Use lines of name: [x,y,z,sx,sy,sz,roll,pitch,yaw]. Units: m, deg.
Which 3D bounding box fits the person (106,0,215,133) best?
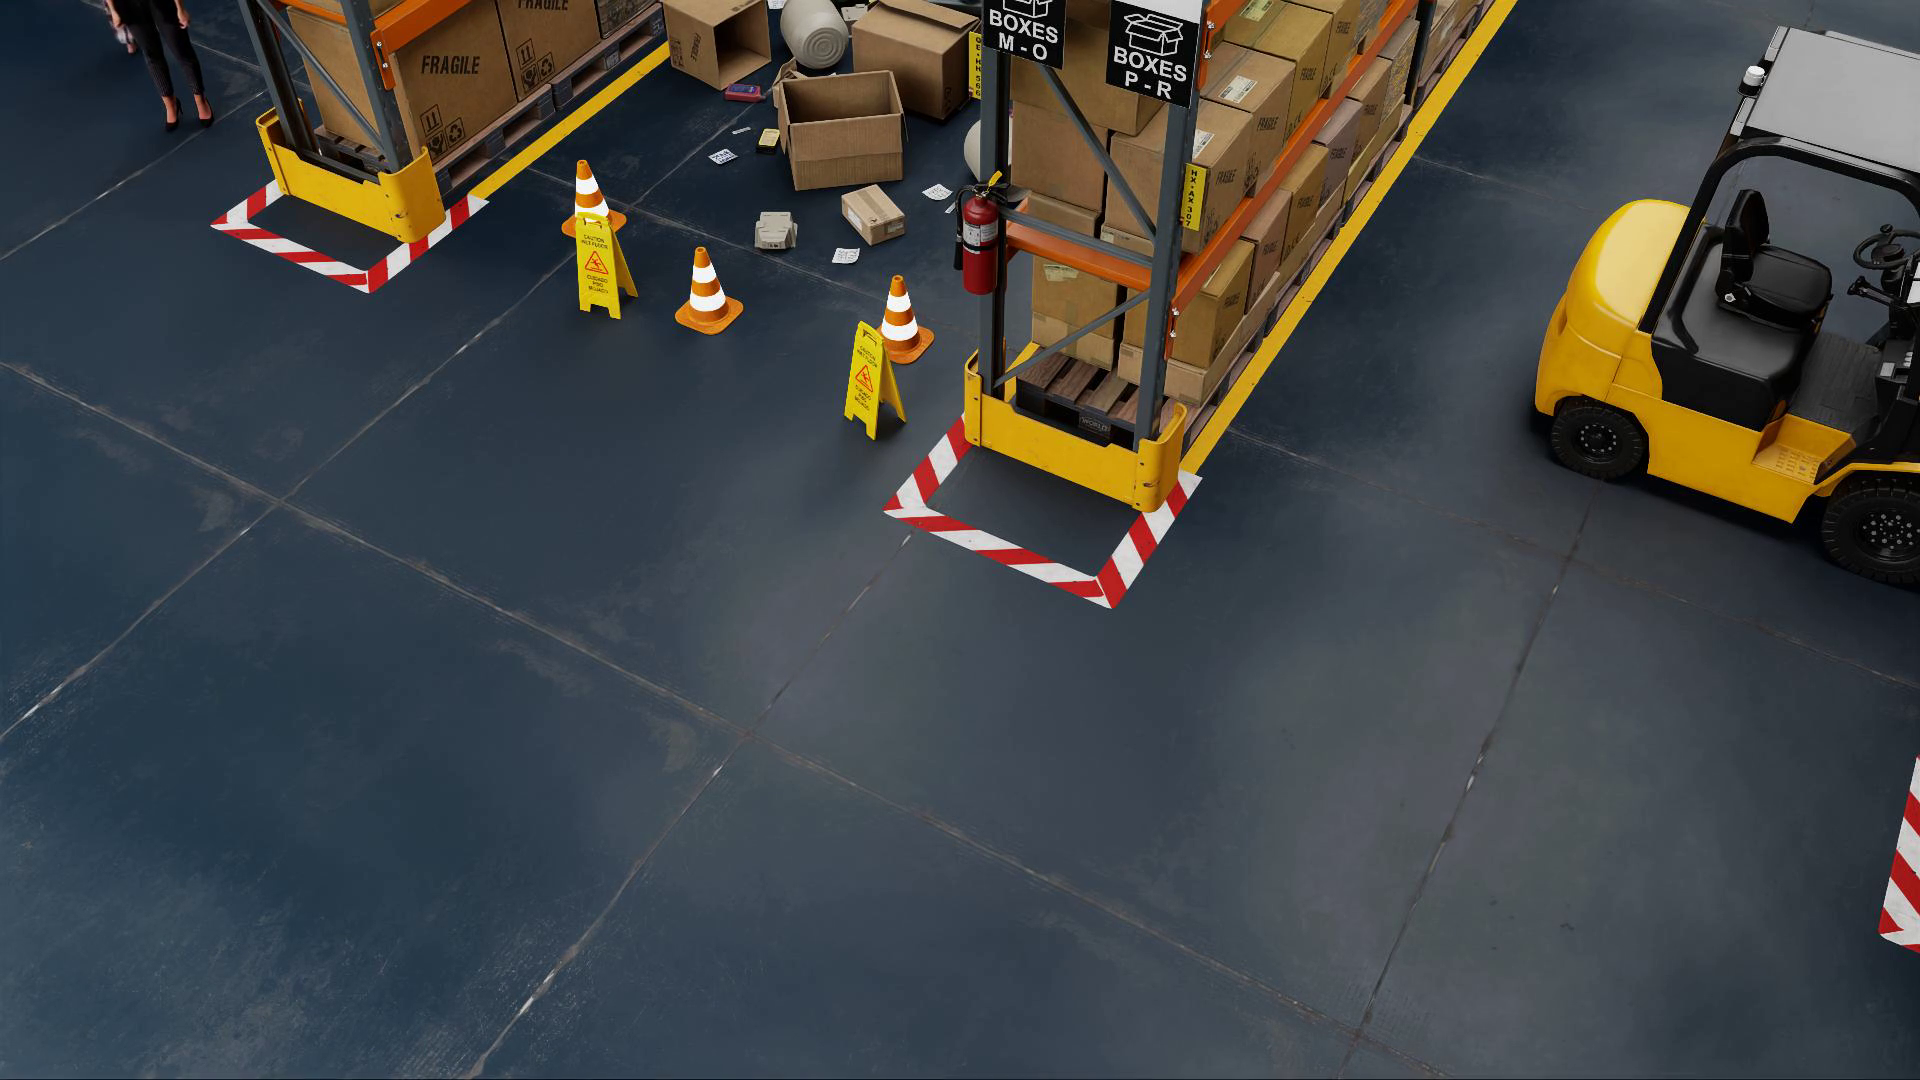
person: [-5.148,-3.406,10.550,0.736,1.719,0.764,-4,47,-3]
